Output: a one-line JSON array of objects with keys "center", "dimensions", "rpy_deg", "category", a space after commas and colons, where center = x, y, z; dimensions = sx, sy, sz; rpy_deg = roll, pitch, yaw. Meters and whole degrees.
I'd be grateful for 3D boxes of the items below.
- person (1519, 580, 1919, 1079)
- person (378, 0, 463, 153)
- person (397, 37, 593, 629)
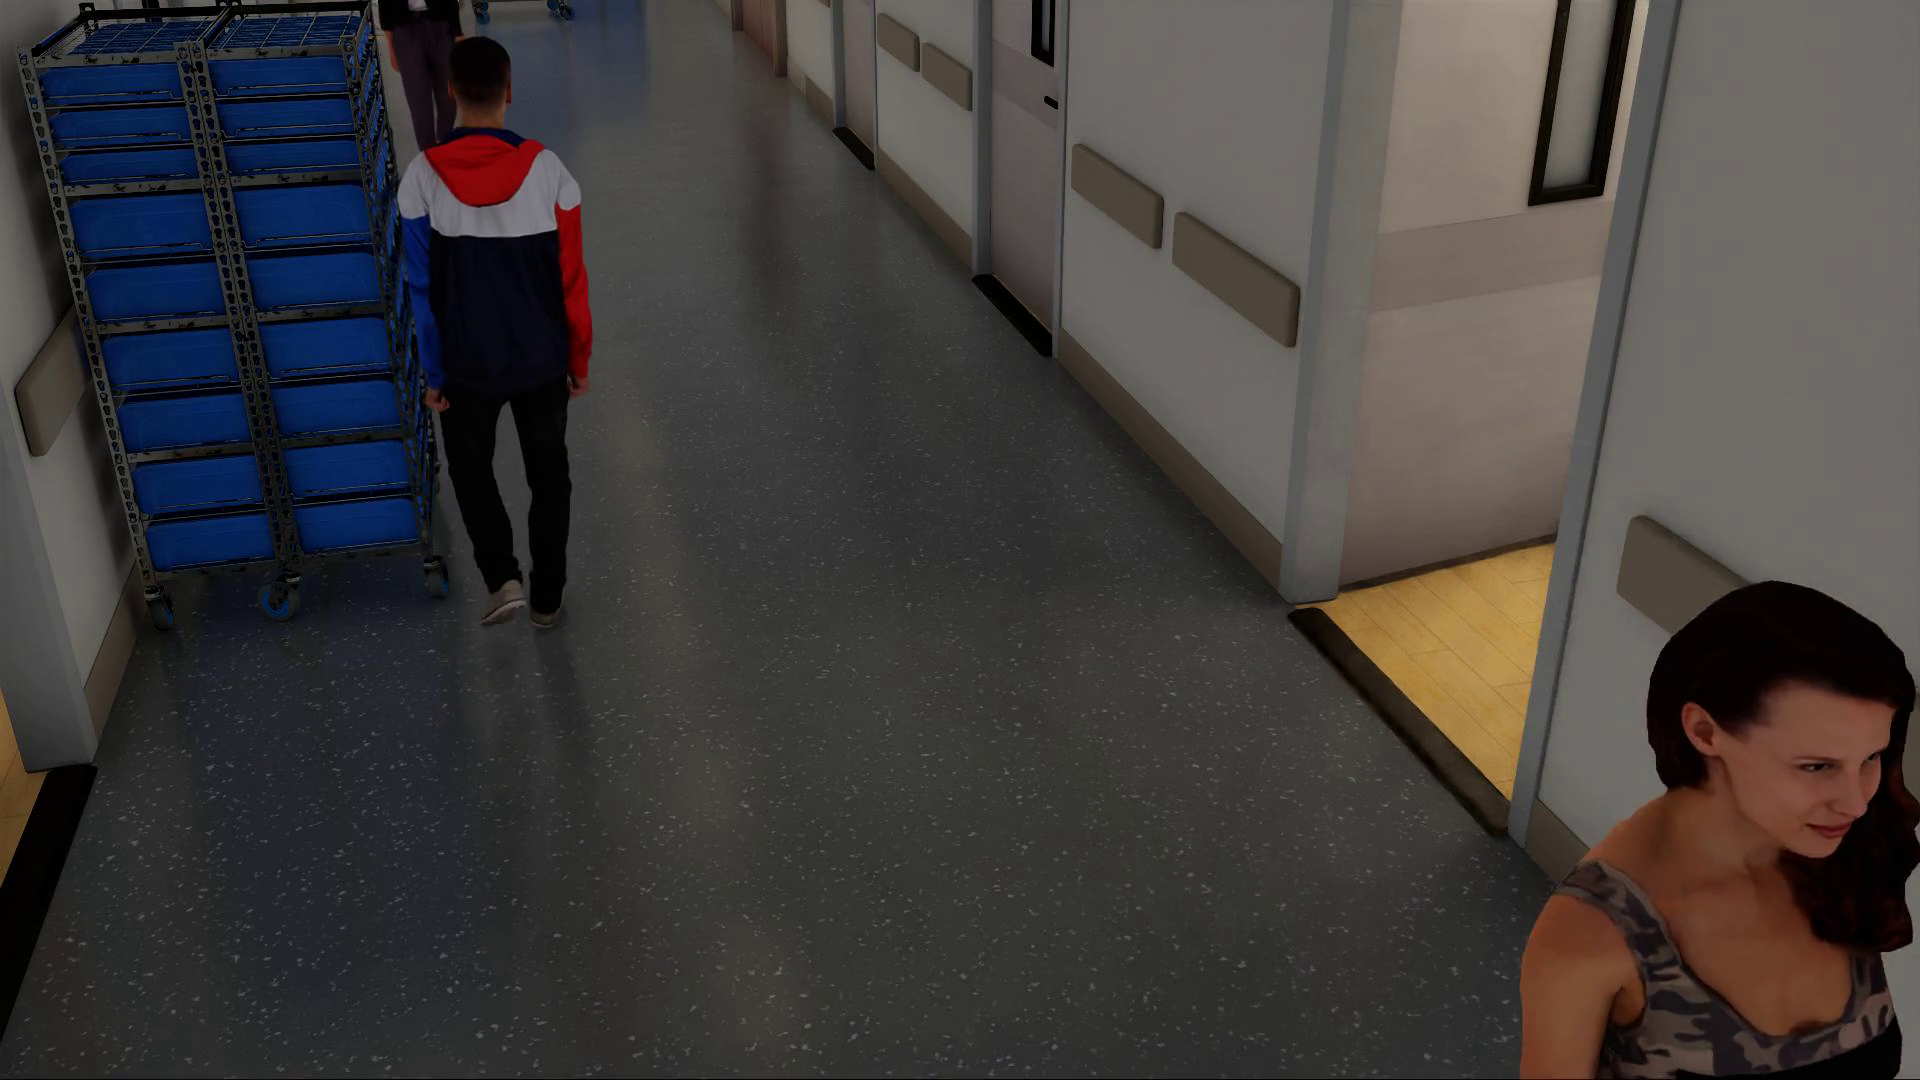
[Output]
[{"center": [0.737, 0.803, 1.986], "dimensions": [0.636, 1.754, 0.649], "rpy_deg": [-9, 27, -18], "category": "person"}, {"center": [-3.107, -2.844, 9.685], "dimensions": [0.700, 1.637, 1.055], "rpy_deg": [-10, 28, -20], "category": "person"}, {"center": [-1.281, -0.496, 4.685], "dimensions": [0.657, 1.749, 0.731], "rpy_deg": [-8, 27, -16], "category": "person"}]
